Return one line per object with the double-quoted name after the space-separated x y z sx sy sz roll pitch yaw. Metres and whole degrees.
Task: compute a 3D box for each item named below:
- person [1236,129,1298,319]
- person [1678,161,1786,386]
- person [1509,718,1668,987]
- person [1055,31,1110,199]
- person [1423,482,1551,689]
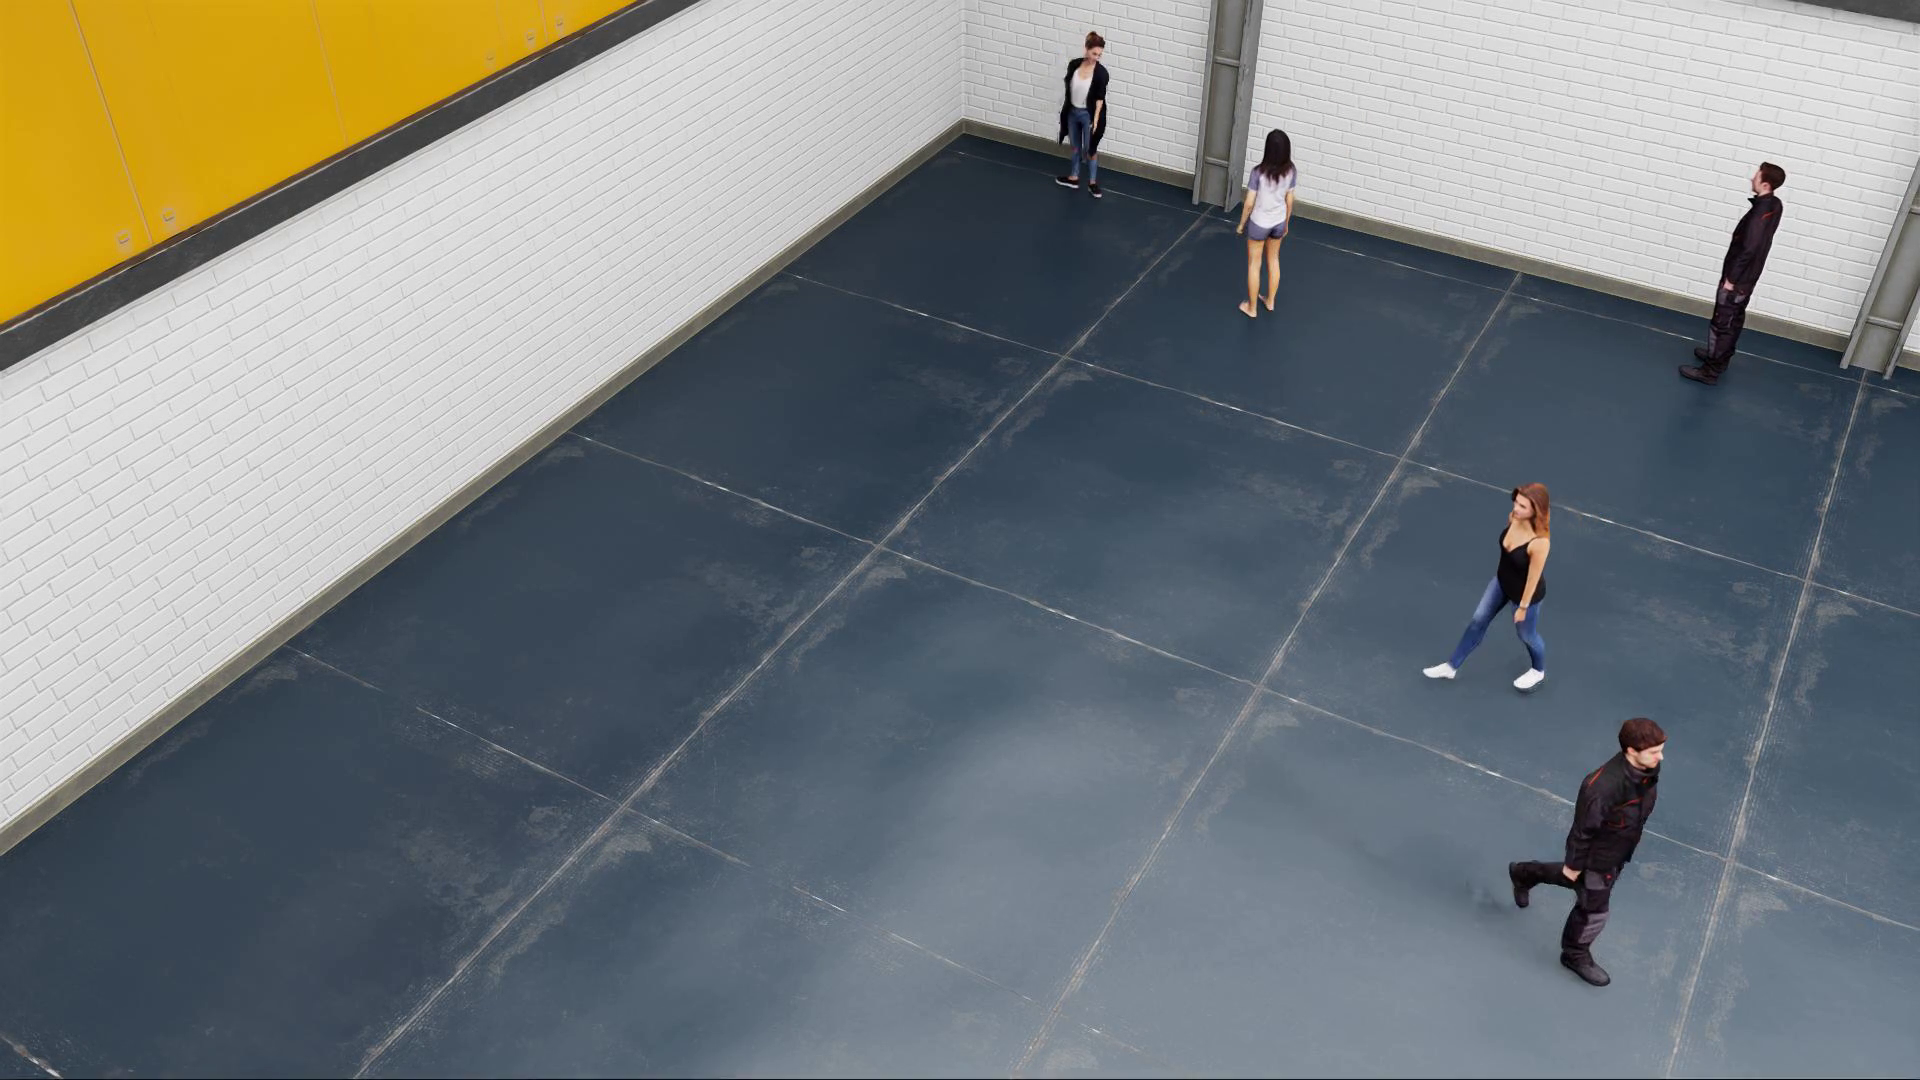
2.645 -2.707 14.331 0.693 1.733 0.742 -12 40 -14 "person"
6.341 -2.174 13.519 0.623 1.914 0.717 27 46 30 "person"
3.342 1.589 8.884 0.910 1.818 1.107 -29 47 -31 "person"
1.181 -4.181 16.216 0.825 1.684 0.562 -26 45 -29 "person"
3.623 0.307 10.609 1.061 1.668 1.023 -10 40 -13 "person"
